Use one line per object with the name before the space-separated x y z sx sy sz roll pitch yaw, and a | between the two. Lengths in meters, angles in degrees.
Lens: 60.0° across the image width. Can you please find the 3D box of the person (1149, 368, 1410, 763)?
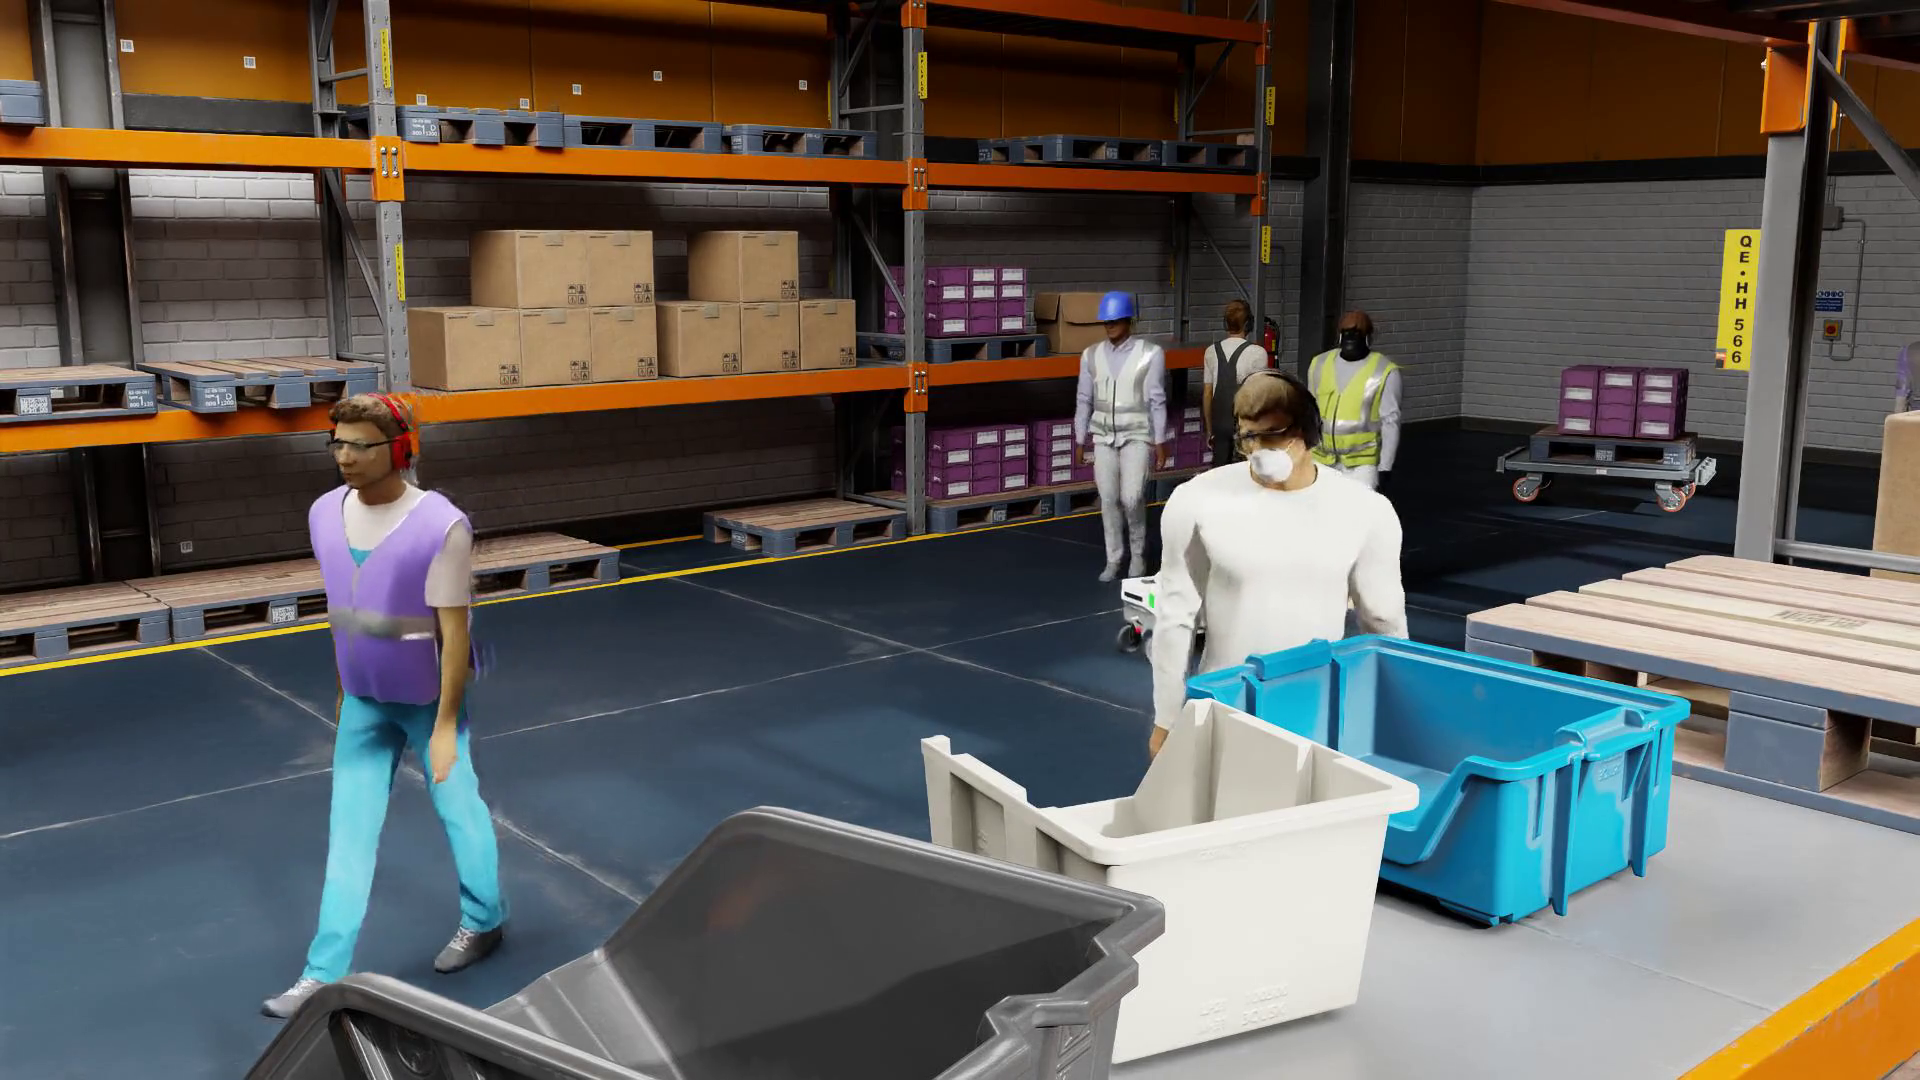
person | 0.864 0.495 4.462 0.717 1.916 0.445 1 10 4

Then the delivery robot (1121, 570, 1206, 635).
delivery robot | 1.240 0.306 9.077 0.707 0.478 0.477 -5 11 -26

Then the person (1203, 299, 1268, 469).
person | 1.956 -0.770 11.752 0.508 1.846 0.342 8 13 37

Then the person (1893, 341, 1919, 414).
person | 6.584 -0.702 11.163 0.589 1.919 0.392 8 13 38

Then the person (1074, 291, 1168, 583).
person | 1.040 -0.660 10.894 0.642 1.927 0.450 5 11 27

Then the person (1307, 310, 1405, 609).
person | 2.387 -0.495 10.247 0.654 1.834 0.428 7 12 35

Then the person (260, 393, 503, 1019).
person | -1.666 0.481 4.834 0.600 1.806 0.930 4 11 21
